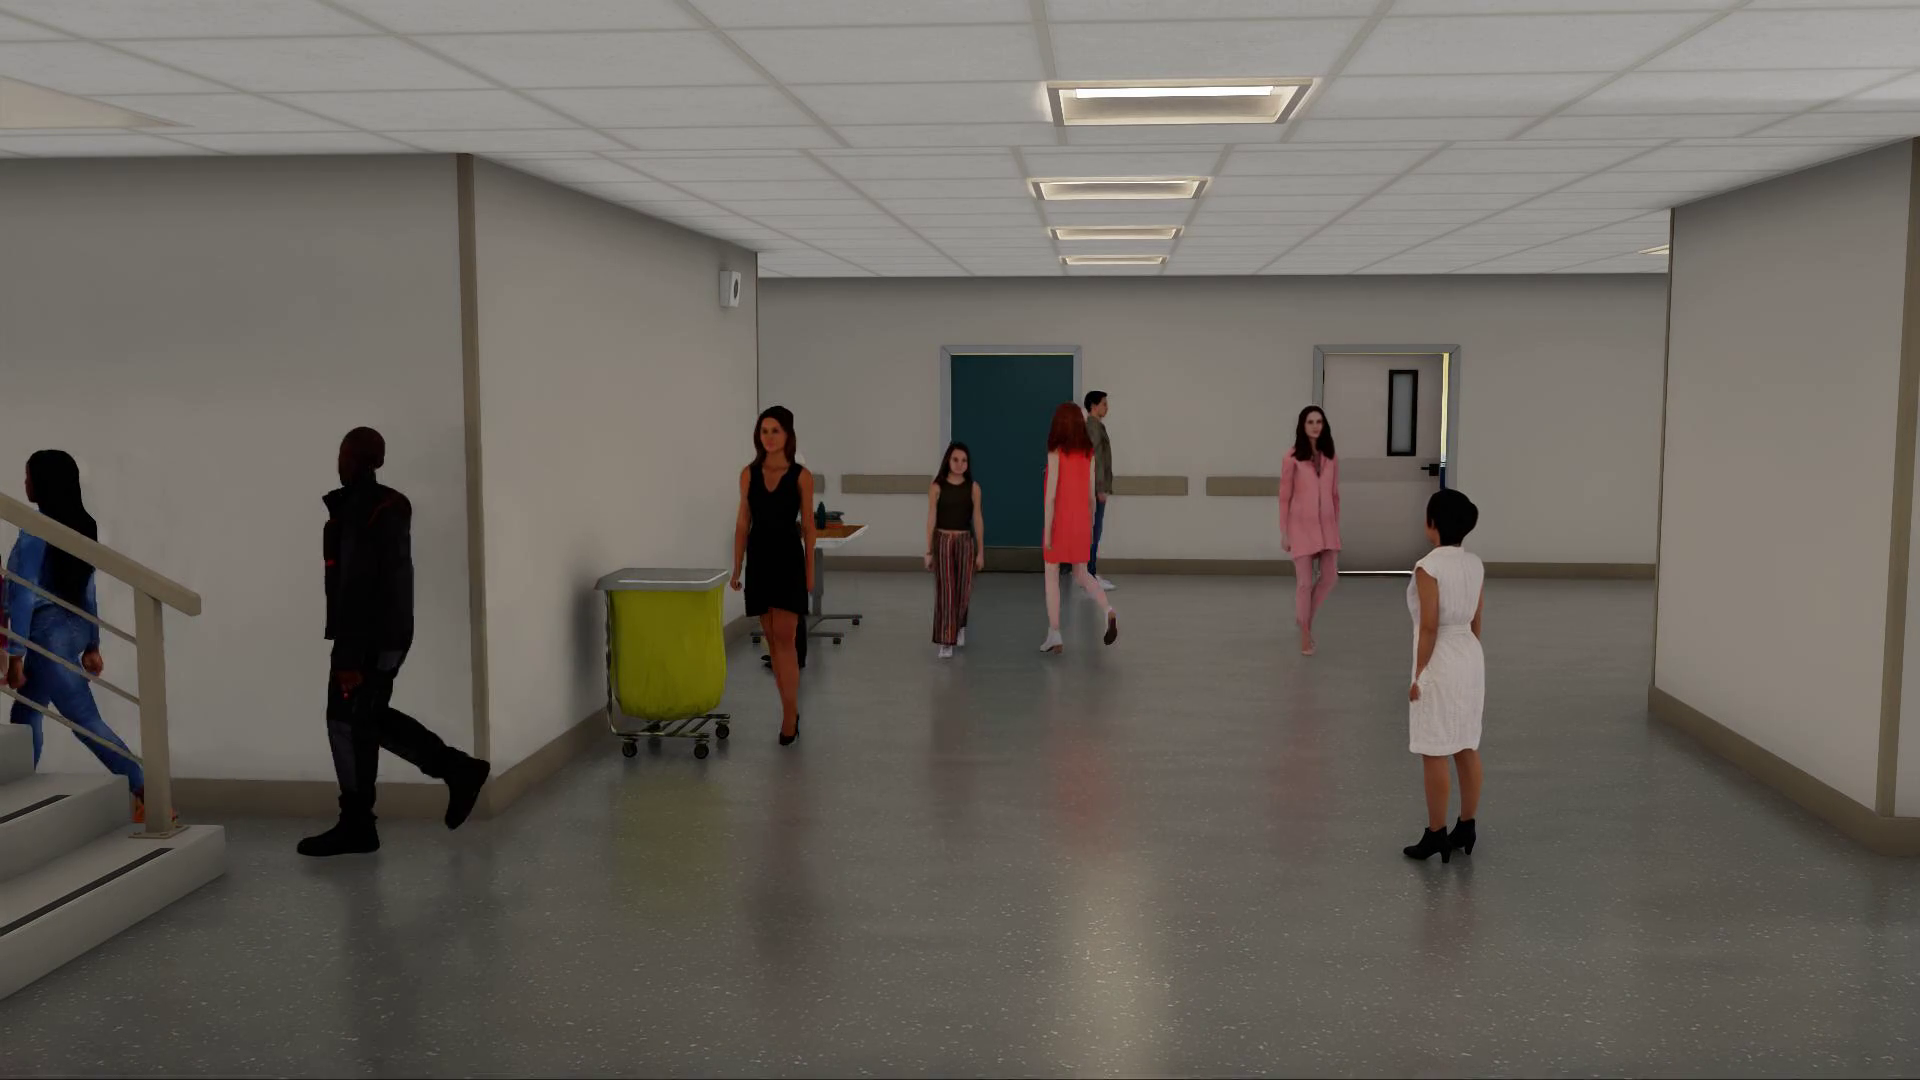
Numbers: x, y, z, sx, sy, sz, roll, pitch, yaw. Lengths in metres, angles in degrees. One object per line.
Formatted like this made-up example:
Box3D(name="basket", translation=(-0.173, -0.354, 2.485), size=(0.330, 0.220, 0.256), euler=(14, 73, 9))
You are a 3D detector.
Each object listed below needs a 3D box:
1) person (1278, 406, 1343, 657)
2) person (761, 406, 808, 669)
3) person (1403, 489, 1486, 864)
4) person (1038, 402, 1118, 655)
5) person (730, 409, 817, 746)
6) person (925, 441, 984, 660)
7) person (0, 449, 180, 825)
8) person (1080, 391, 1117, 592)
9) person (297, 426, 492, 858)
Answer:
Box3D(name="person", translation=(2.496, -0.064, 11.968), size=(0.693, 1.787, 0.779), euler=(-1, 6, -11))
Box3D(name="person", translation=(-1.198, -0.025, 11.480), size=(0.628, 1.806, 0.705), euler=(-1, 6, -7))
Box3D(name="person", translation=(2.036, 0.557, 6.945), size=(0.628, 1.555, 0.703), euler=(-4, 7, -34))
Box3D(name="person", translation=(0.820, -0.045, 11.693), size=(1.067, 1.803, 1.068), euler=(-4, 7, -34))
Box3D(name="person", translation=(-0.976, 0.208, 9.084), size=(0.633, 1.823, 0.675), euler=(1, 6, 15))
Box3D(name="person", translation=(-0.036, 0.077, 11.892), size=(1.040, 1.522, 0.698), euler=(0, 6, -1))
Box3D(name="person", translation=(-3.730, 0.491, 7.043), size=(1.184, 1.668, 0.701), euler=(0, 6, -1))
Box3D(name="person", translation=(1.239, -0.469, 15.591), size=(0.624, 1.868, 0.728), euler=(0, 6, -2))
Box3D(name="person", translation=(-2.396, 0.428, 7.061), size=(1.097, 1.789, 0.886), euler=(-1, 6, -13))
